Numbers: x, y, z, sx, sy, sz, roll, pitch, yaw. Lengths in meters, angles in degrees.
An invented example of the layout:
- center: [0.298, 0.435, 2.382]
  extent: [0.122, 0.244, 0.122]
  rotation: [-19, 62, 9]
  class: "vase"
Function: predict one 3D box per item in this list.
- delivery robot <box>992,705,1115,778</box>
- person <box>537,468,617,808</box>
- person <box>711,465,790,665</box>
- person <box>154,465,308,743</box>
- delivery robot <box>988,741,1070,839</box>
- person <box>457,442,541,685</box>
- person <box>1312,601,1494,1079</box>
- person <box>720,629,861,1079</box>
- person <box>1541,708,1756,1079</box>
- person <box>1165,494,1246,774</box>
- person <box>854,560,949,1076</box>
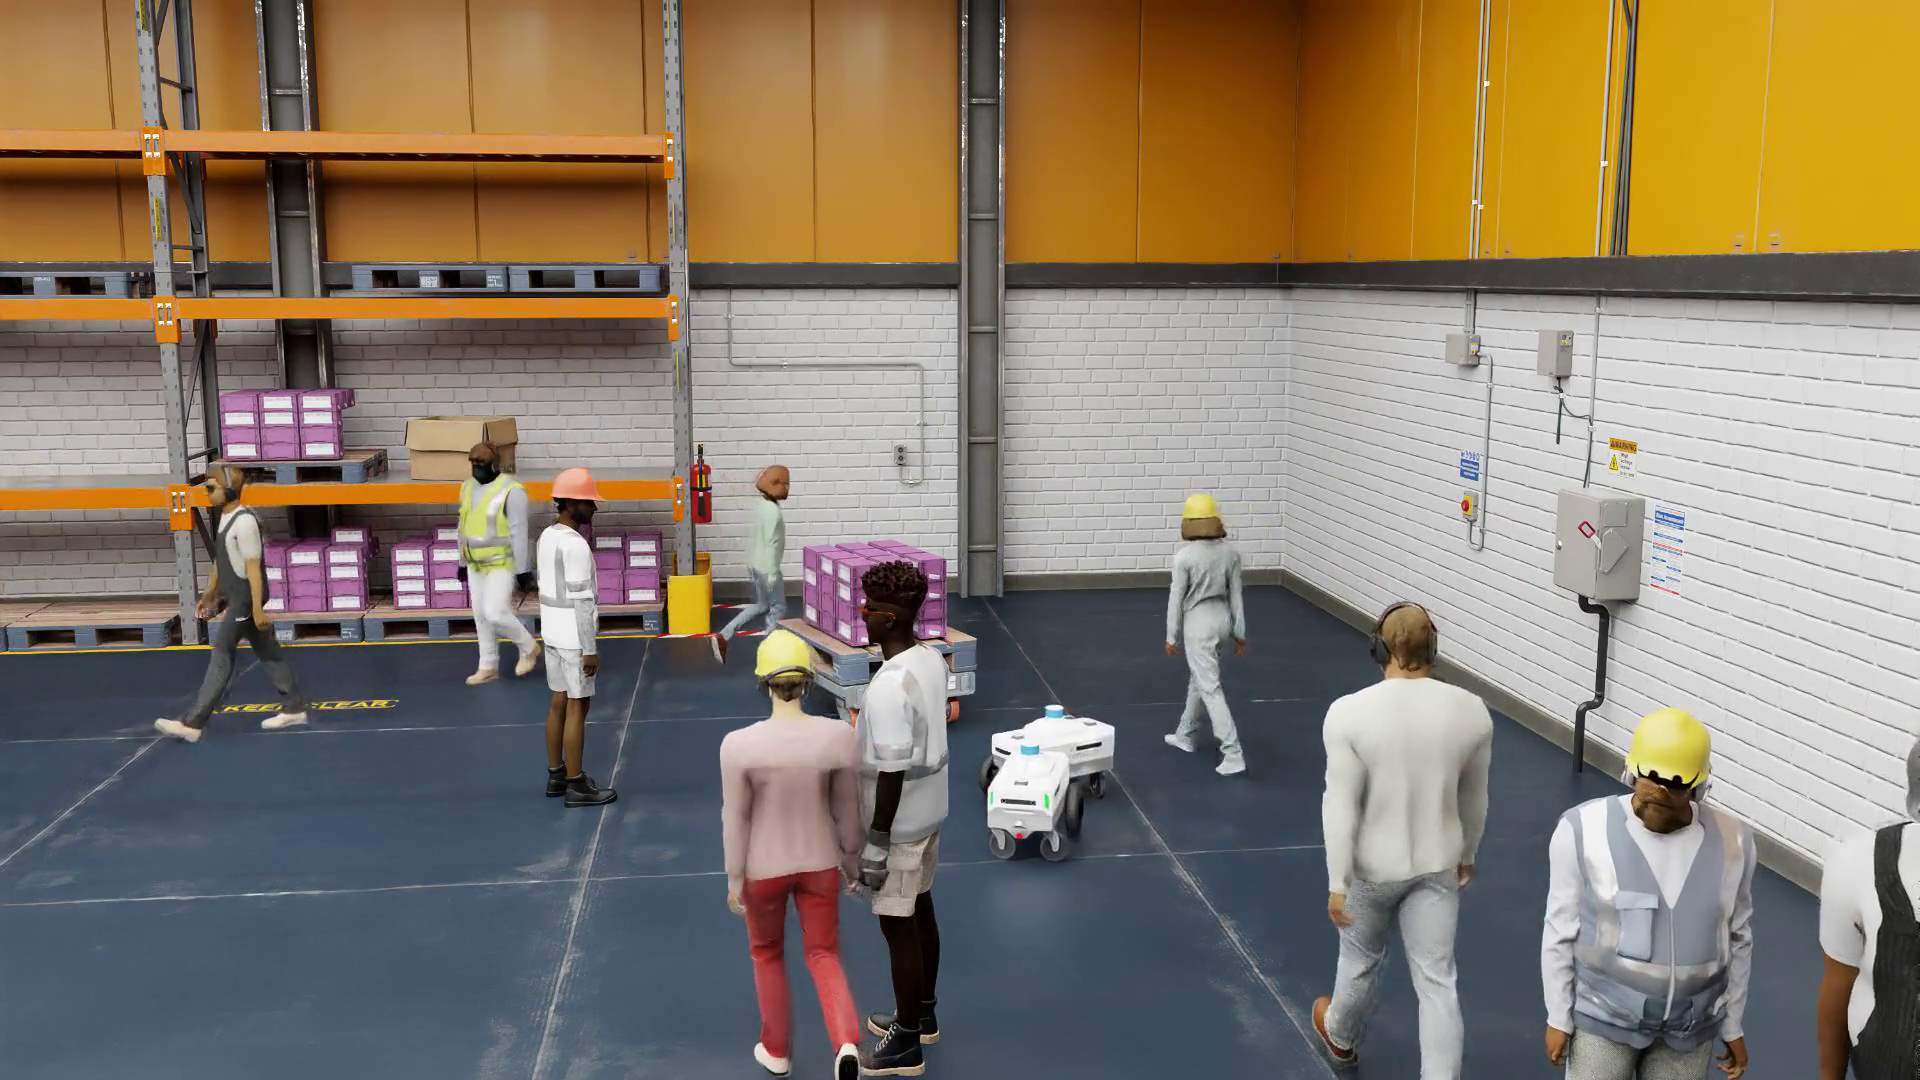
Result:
- center: [0.542, 1.190, 9.524]
  extent: [0.707, 0.478, 0.477]
  rotation: [-6, 11, -33]
  class: "delivery robot"
- center: [-2.198, 0.551, 9.513]
  extent: [0.370, 1.933, 0.550]
  rotation: [-6, 11, -35]
  class: "person"
- center: [-1.541, 0.223, 12.608]
  extent: [0.637, 1.602, 0.526]
  rotation: [-3, 9, -17]
  class: "person"
- center: [-4.787, 0.403, 10.871]
  extent: [0.978, 1.787, 0.528]
  rotation: [-5, 10, -29]
  class: "person"
- center: [0.369, 1.307, 8.793]
  extent: [0.477, 0.478, 0.707]
  rotation: [2, 9, 12]
  class: "delivery robot"
- center: [-3.415, 0.174, 12.215]
  extent: [0.650, 1.822, 0.497]
  rotation: [7, 11, 36]
  class: "person"
- center: [1.577, 1.145, 5.971]
  extent: [0.657, 1.880, 1.047]
  rotation: [-1, 9, -7]
  class: "person"
- center: [-0.591, 1.204, 6.065]
  extent: [0.530, 1.744, 0.696]
  rotation: [-4, 10, -21]
  class: "person"
- center: [1.972, 1.364, 4.781]
  extent: [0.587, 1.826, 0.404]
  rotation: [1, 9, 5]
  class: "person"
- center: [1.519, 0.562, 10.220]
  extent: [0.488, 1.689, 0.914]
  rotation: [-5, 11, -30]
  class: "person"
- center: [-0.235, 1.046, 6.324]
  extent: [0.367, 1.966, 0.607]
  rotation: [2, 9, 14]
  class: "person"
